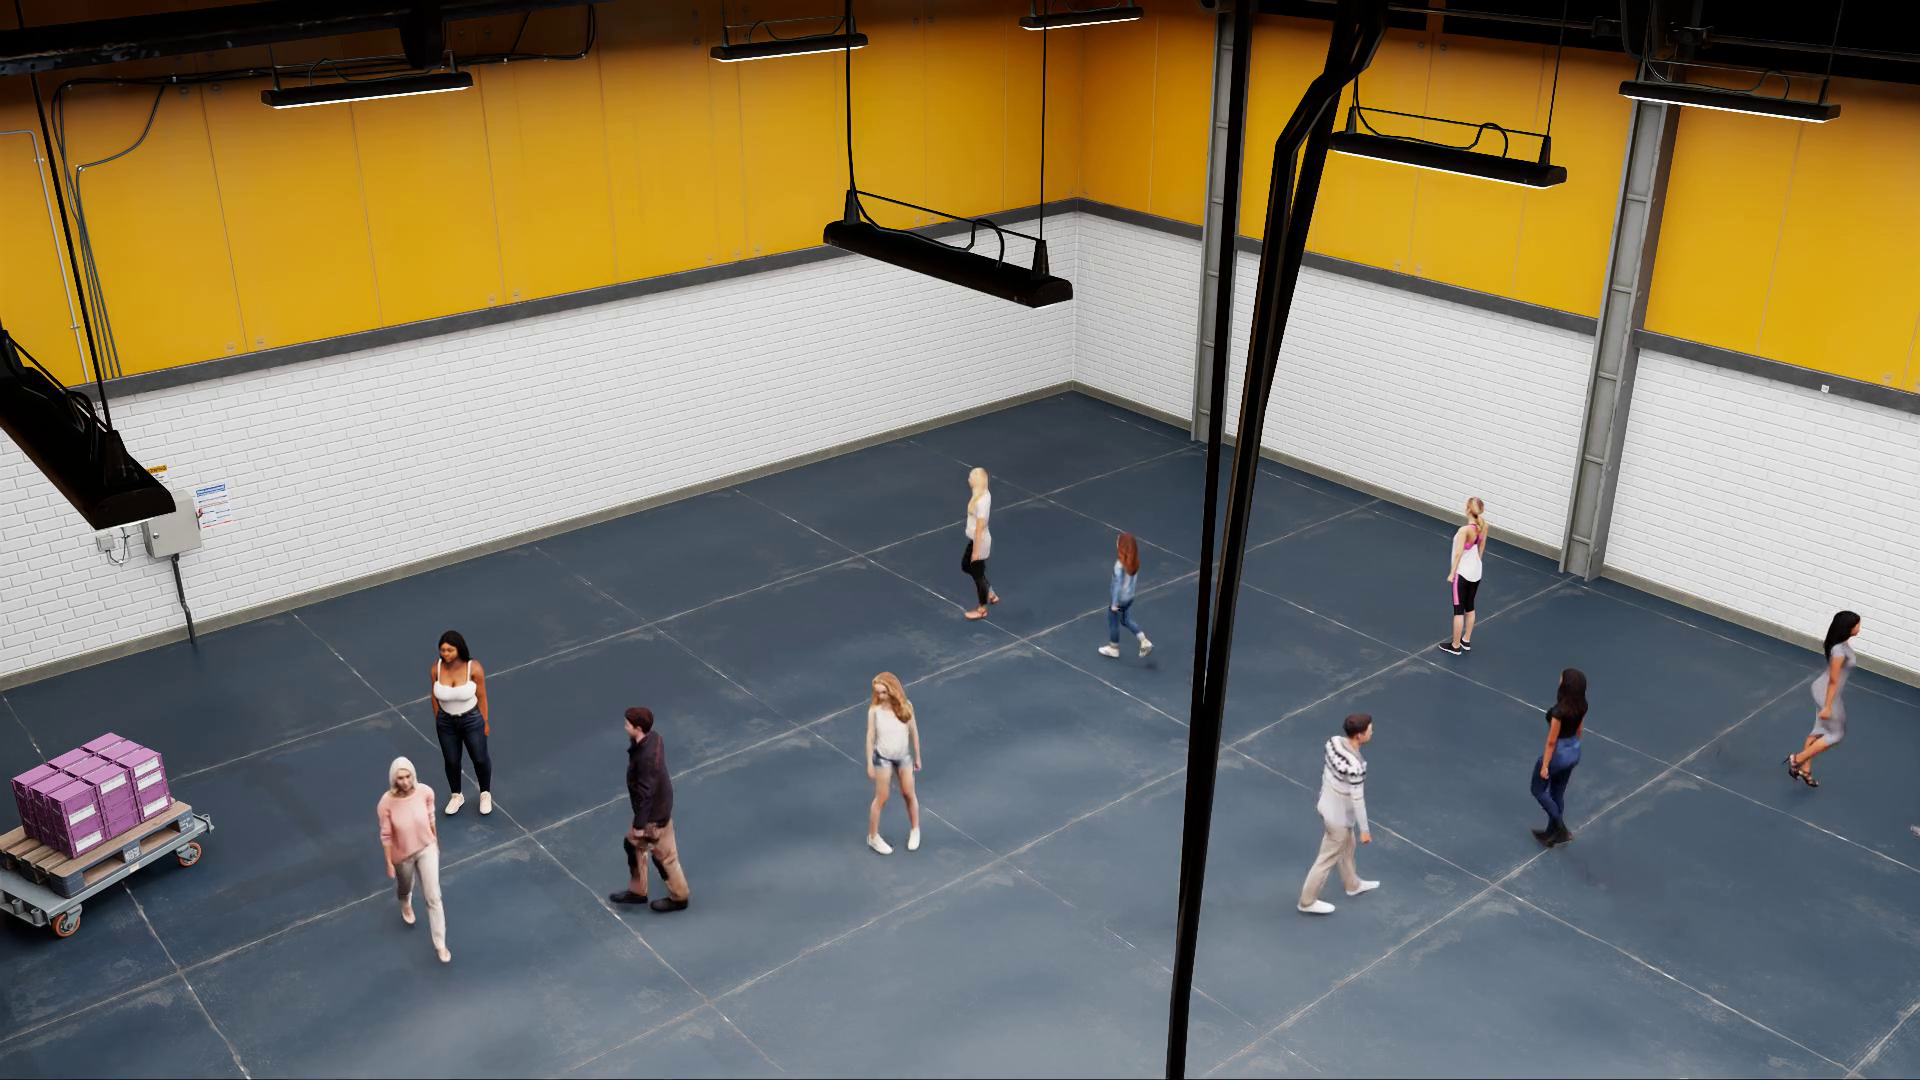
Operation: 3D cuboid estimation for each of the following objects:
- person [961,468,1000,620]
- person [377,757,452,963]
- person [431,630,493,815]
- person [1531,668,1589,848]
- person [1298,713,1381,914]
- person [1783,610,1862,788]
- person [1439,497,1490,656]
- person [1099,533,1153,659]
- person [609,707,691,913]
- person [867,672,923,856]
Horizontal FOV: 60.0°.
[{"bbox_3d":[0.307,0.041,18.561,0.839,1.813,0.773,-1,24,-2],"label":"person"},{"bbox_3d":[-4.376,2.449,13.217,0.714,1.681,1.187,-14,27,-29],"label":"person"},{"bbox_3d":[-4.476,1.624,14.944,0.746,1.809,0.794,0,24,0],"label":"person"},{"bbox_3d":[5.234,1.938,14.333,0.649,1.724,0.744,-12,26,-26],"label":"person"},{"bbox_3d":[2.993,2.238,13.523,1.080,1.823,1.088,-3,24,-7],"label":"person"},{"bbox_3d":[7.898,1.468,15.359,0.822,1.764,0.772,10,26,22],"label":"person"},{"bbox_3d":[5.441,0.374,17.831,0.622,1.788,0.545,-15,28,-31],"label":"person"},{"bbox_3d":[1.789,0.627,17.659,0.896,1.462,0.697,15,28,31],"label":"person"},{"bbox_3d":[-2.400,2.197,13.514,1.022,1.905,1.002,-4,24,-10],"label":"person"},{"bbox_3d":[-0.631,1.899,14.406,0.707,1.738,0.699,-7,25,-17],"label":"person"}]
